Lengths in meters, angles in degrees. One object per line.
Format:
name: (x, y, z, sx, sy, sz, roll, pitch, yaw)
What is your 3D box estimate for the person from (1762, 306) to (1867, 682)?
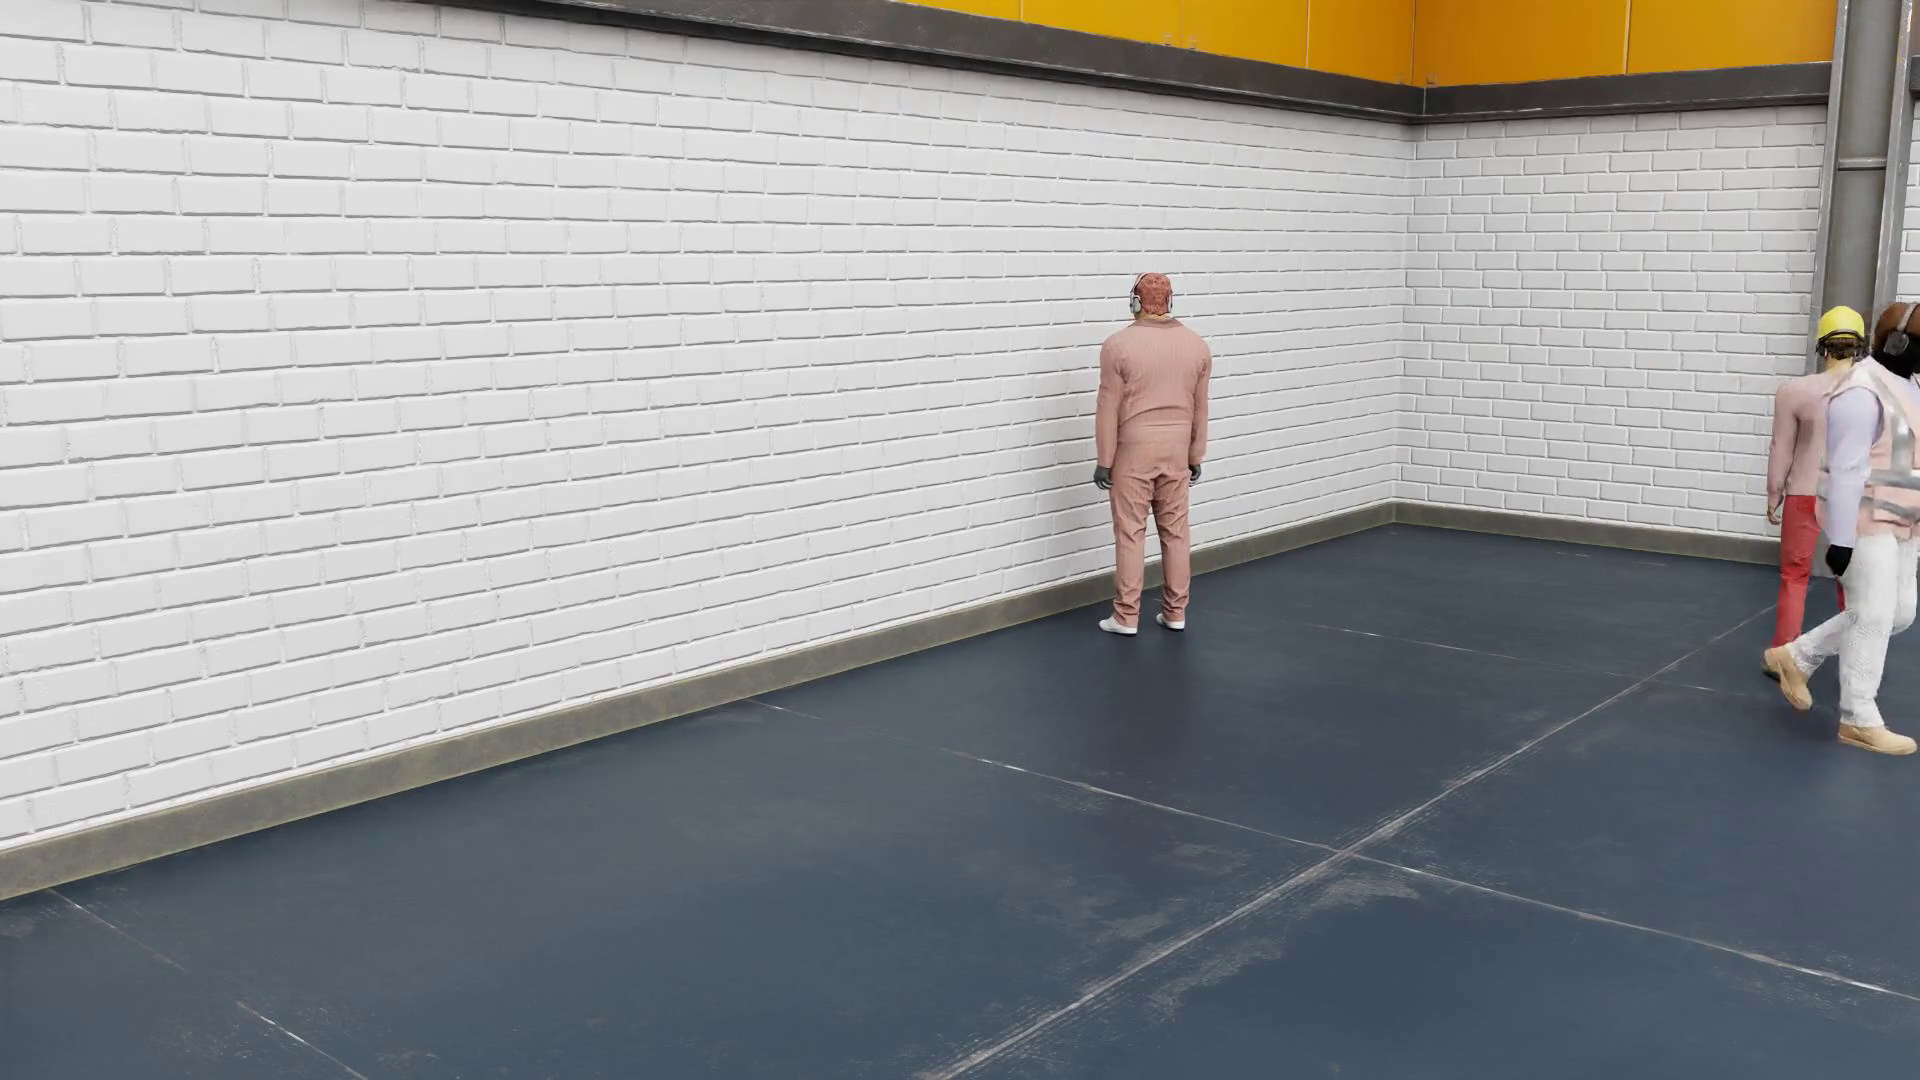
person: (4.029, -0.199, 7.729, 0.522, 1.758, 0.349, 4, 11, 20)

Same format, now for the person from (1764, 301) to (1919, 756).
person: (3.657, -0.064, 6.776, 0.652, 1.819, 0.566, -9, 14, -42)

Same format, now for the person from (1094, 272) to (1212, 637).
person: (0.989, -0.446, 8.731, 0.641, 1.903, 0.402, -4, 11, -23)
